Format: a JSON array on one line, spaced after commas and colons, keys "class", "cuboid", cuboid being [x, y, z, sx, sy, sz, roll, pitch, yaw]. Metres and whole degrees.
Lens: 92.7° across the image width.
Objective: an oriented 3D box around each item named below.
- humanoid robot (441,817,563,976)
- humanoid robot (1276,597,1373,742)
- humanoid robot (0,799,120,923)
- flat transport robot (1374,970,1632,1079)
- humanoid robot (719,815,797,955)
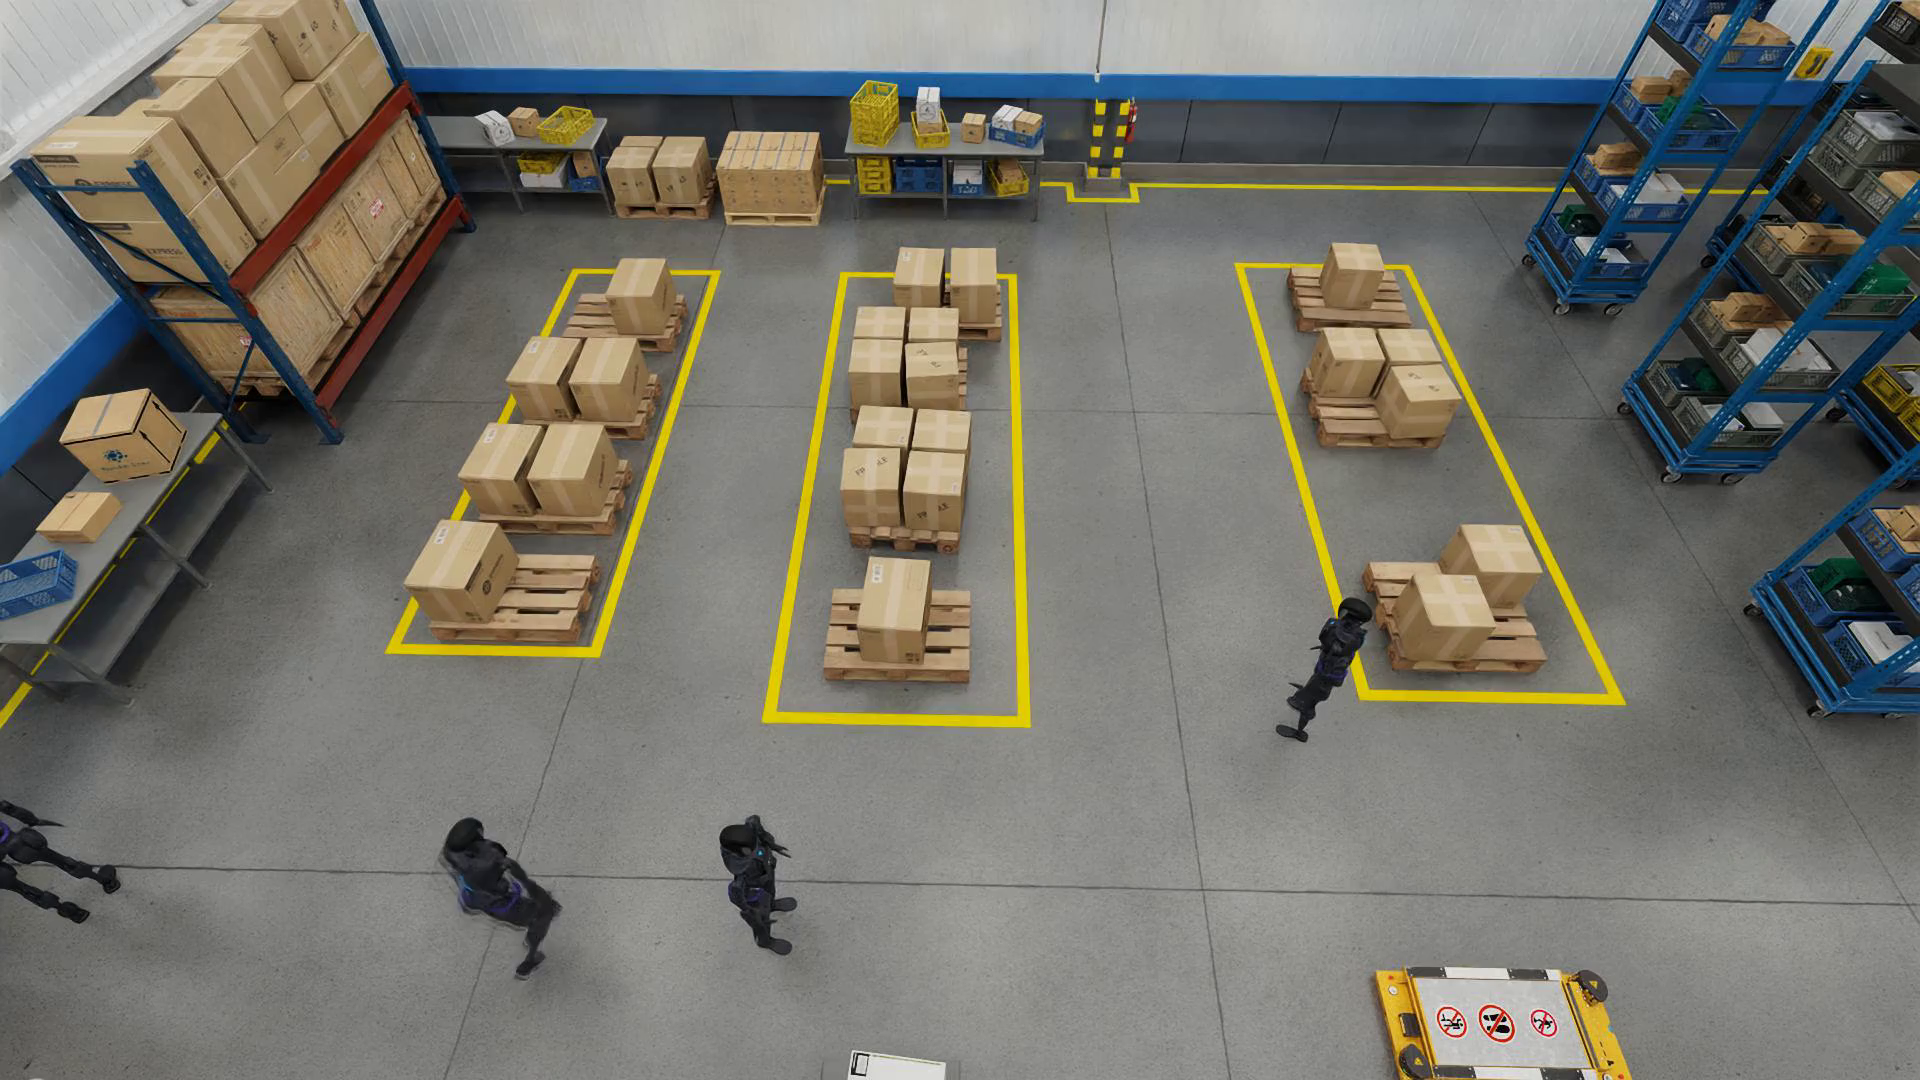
[{"class": "humanoid robot", "cuboid": [-2.862, 2.259, 5.741, 0.630, 1.636, 0.473, 15, 52, 12]}, {"class": "humanoid robot", "cuboid": [2.687, 0.947, 6.795, 0.331, 1.657, 0.600, 26, 55, 20]}, {"class": "humanoid robot", "cuboid": [-6.236, 2.025, 5.917, 0.313, 1.657, 0.609, 24, 55, 18]}, {"class": "flat transport robot", "cuboid": [3.501, 3.133, 5.914, 1.431, 0.197, 0.652, 1, 51, 1]}, {"class": "humanoid robot", "cuboid": [-1.263, 2.172, 5.799, 0.313, 1.656, 0.609, 1, 51, 1]}]
